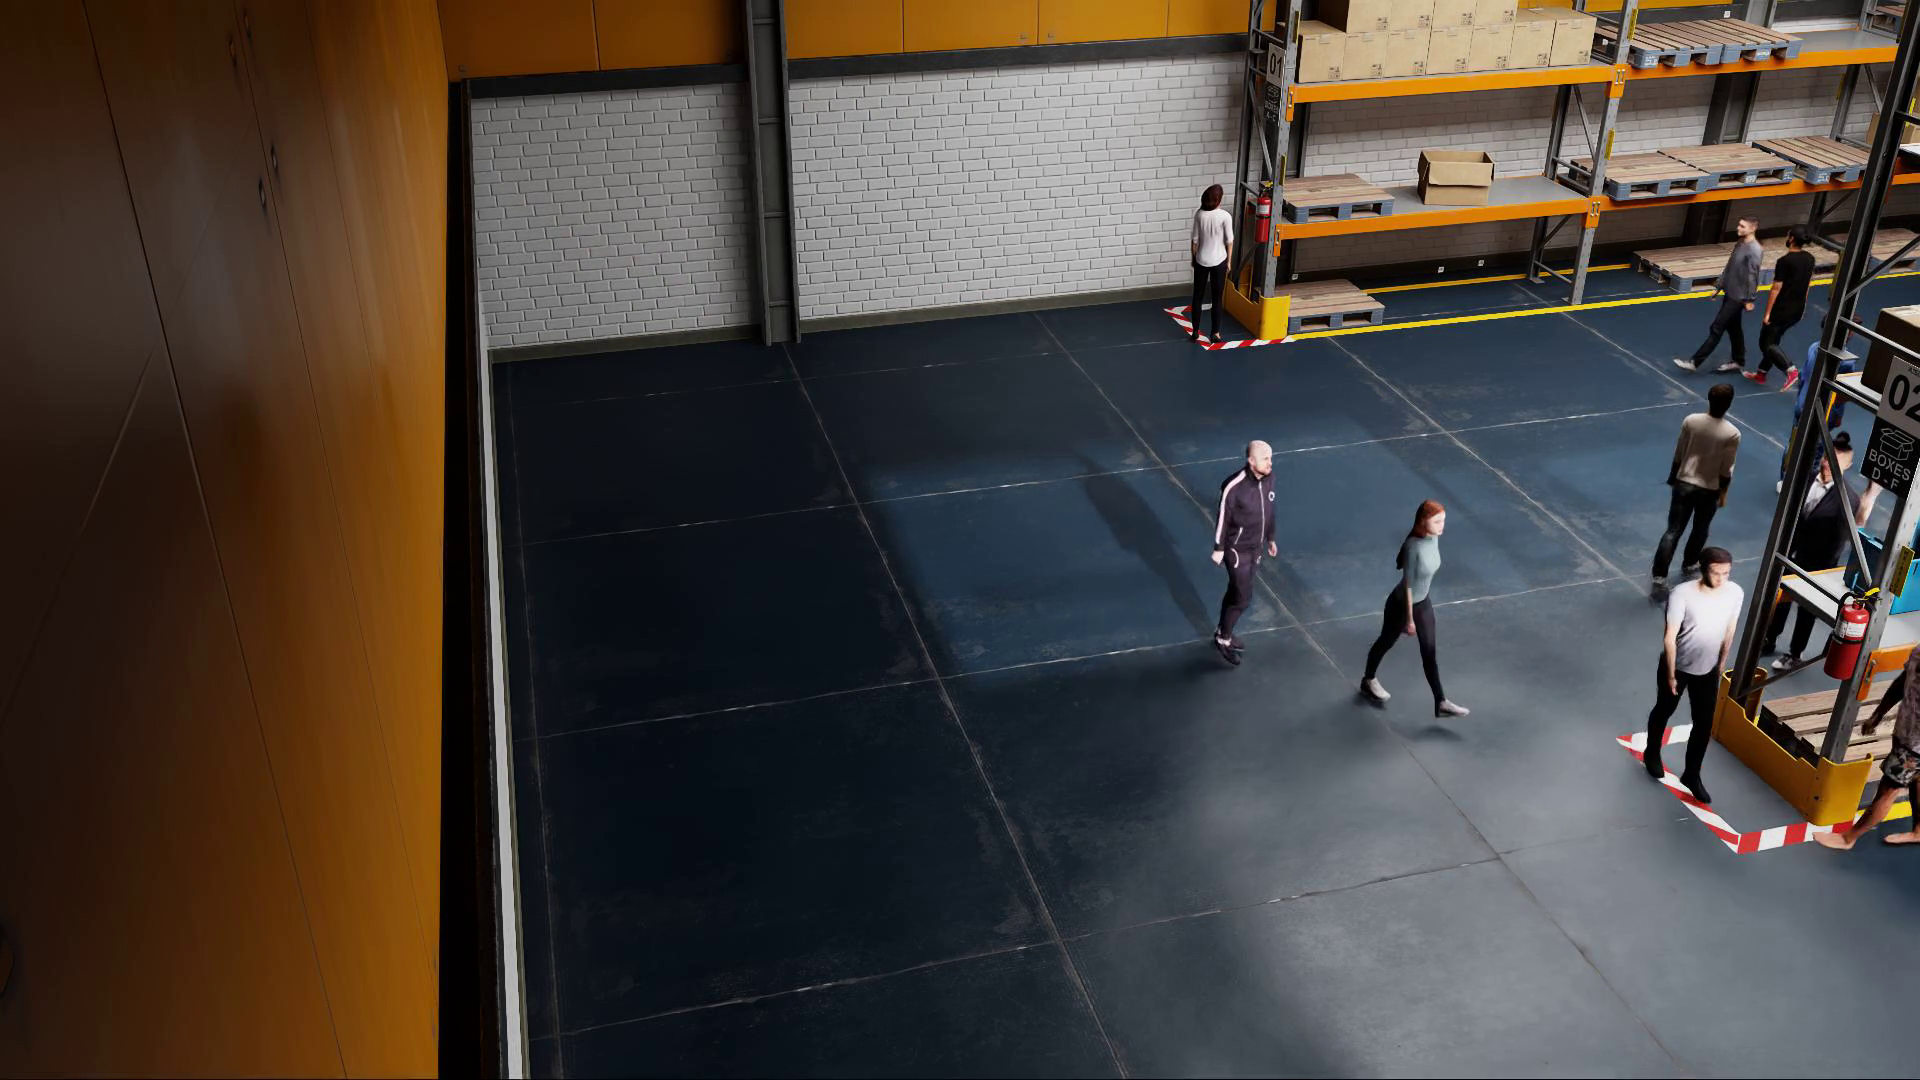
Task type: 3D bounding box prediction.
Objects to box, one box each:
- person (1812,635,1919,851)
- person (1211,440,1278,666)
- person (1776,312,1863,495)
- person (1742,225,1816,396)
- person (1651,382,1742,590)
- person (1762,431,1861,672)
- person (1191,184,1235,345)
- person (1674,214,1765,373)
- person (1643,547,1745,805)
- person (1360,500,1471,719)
[{"bbox_3d":[6.156,1.231,10.494,1.135,1.784,0.908,3,29,6],"label":"person"},{"bbox_3d":[2.074,0.027,12.668,0.747,1.816,0.839,-24,37,-36],"label":"person"},{"bbox_3d":[7.710,-1.203,14.935,0.578,1.803,0.683,-10,30,-17],"label":"person"},{"bbox_3d":[8.516,-2.314,17.056,0.972,1.724,0.849,-13,31,-22],"label":"person"},{"bbox_3d":[5.946,-0.406,13.499,1.055,1.780,1.230,23,36,35],"label":"person"},{"bbox_3d":[6.380,0.075,12.436,0.613,1.954,0.722,-9,30,-16],"label":"person"},{"bbox_3d":[2.749,-3.030,18.294,0.652,1.794,0.746,11,30,19],"label":"person"},{"bbox_3d":[8.250,-2.555,17.490,1.114,1.731,0.839,0,29,1],"label":"person"},{"bbox_3d":[4.890,0.799,11.227,0.908,1.841,0.903,0,29,1],"label":"person"},{"bbox_3d":[3.165,0.466,11.983,1.104,1.702,1.009,-25,37,-38],"label":"person"}]
